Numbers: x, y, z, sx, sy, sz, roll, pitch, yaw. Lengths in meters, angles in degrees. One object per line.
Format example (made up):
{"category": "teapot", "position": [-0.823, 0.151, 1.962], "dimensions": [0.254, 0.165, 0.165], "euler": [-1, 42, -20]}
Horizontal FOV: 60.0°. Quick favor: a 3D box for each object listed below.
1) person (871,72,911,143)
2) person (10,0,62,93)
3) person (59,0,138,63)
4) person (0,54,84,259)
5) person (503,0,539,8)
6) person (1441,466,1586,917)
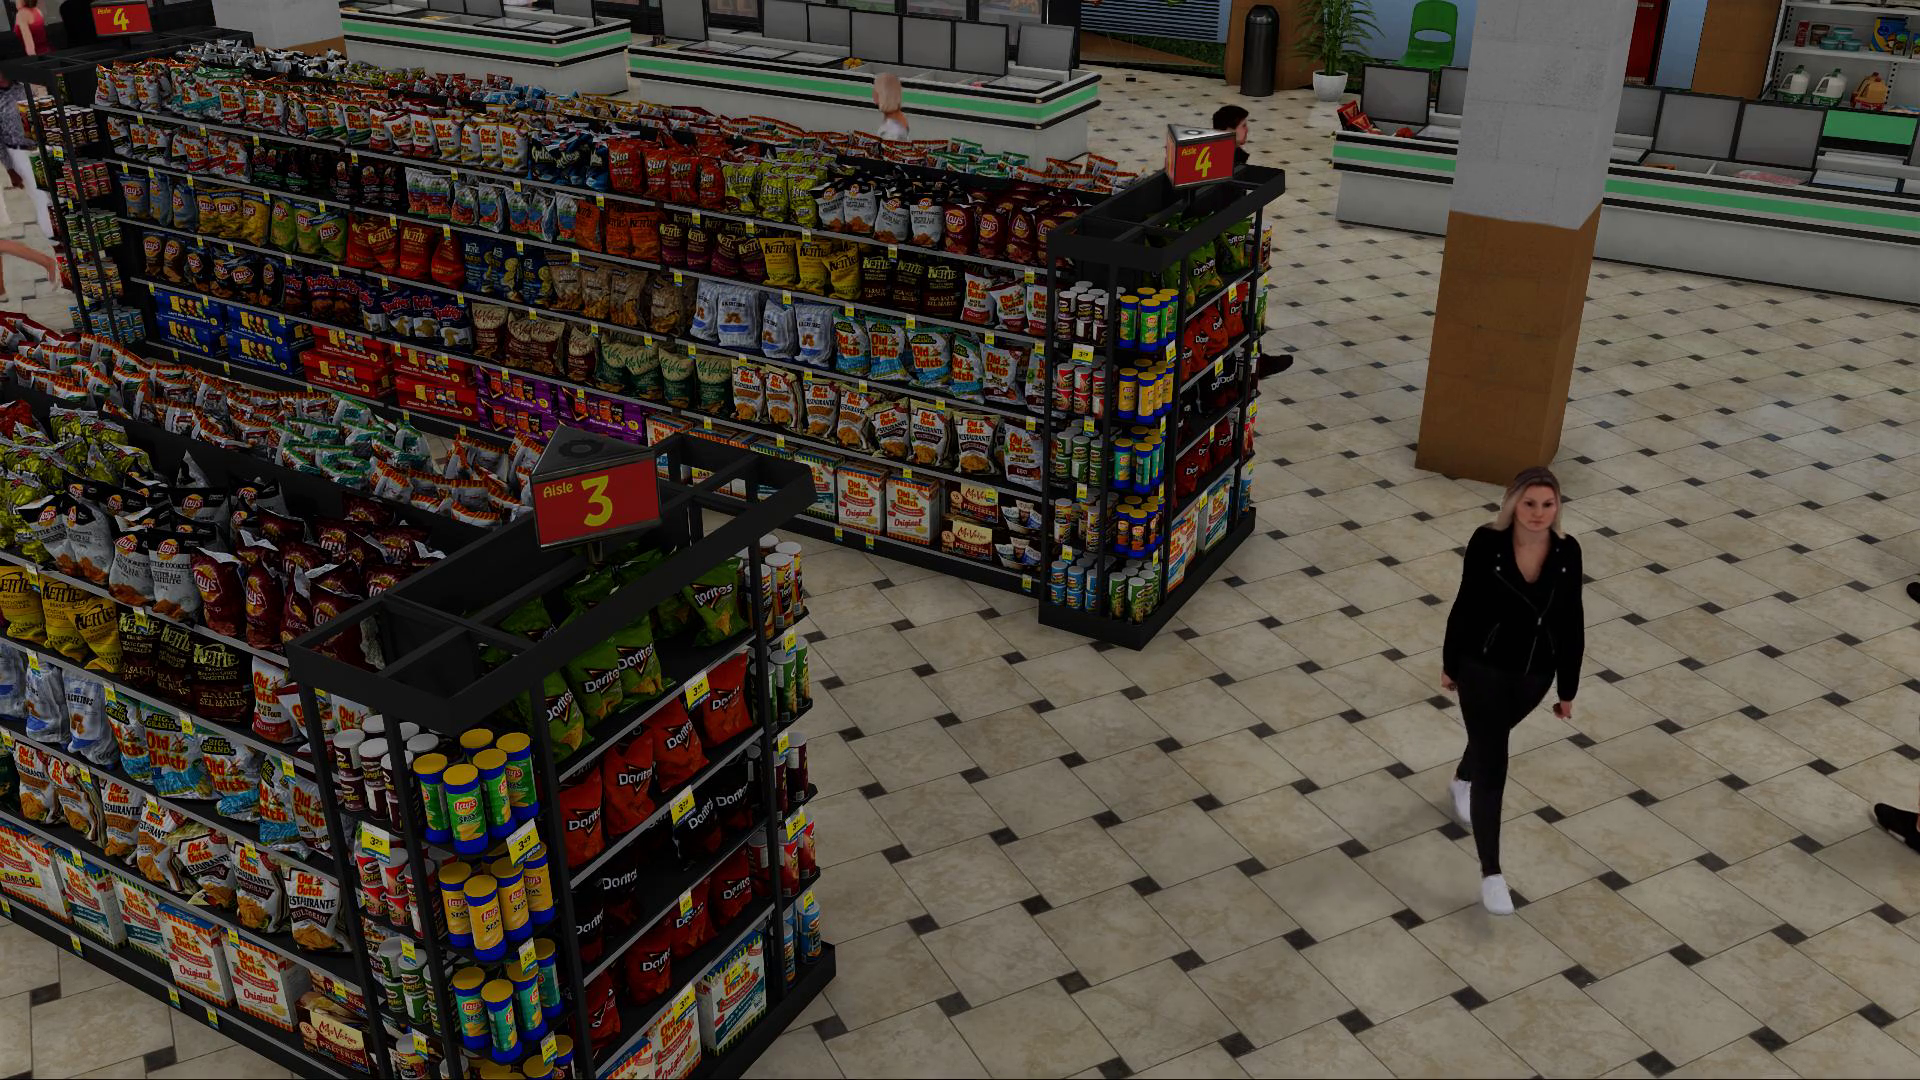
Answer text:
{"category": "person", "position": [-0.393, -2.496, 12.078], "dimensions": [0.857, 1.726, 0.692], "euler": [7, 28, 14]}
{"category": "person", "position": [-8.814, -4.546, 16.113], "dimensions": [0.900, 1.732, 0.760], "euler": [3, 27, 7]}
{"category": "person", "position": [-8.154, -4.477, 15.777], "dimensions": [1.339, 1.913, 1.244], "euler": [-1, 27, -1]}
{"category": "person", "position": [-7.309, -2.951, 13.011], "dimensions": [0.706, 1.692, 0.742], "euler": [17, 32, 30]}
{"category": "person", "position": [-5.593, -7.073, 21.000], "dimensions": [0.771, 1.818, 0.748], "euler": [21, 34, 36]}
{"category": "person", "position": [2.055, 0.481, 6.309], "dimensions": [1.162, 1.633, 1.038], "euler": [1, 27, 2]}
